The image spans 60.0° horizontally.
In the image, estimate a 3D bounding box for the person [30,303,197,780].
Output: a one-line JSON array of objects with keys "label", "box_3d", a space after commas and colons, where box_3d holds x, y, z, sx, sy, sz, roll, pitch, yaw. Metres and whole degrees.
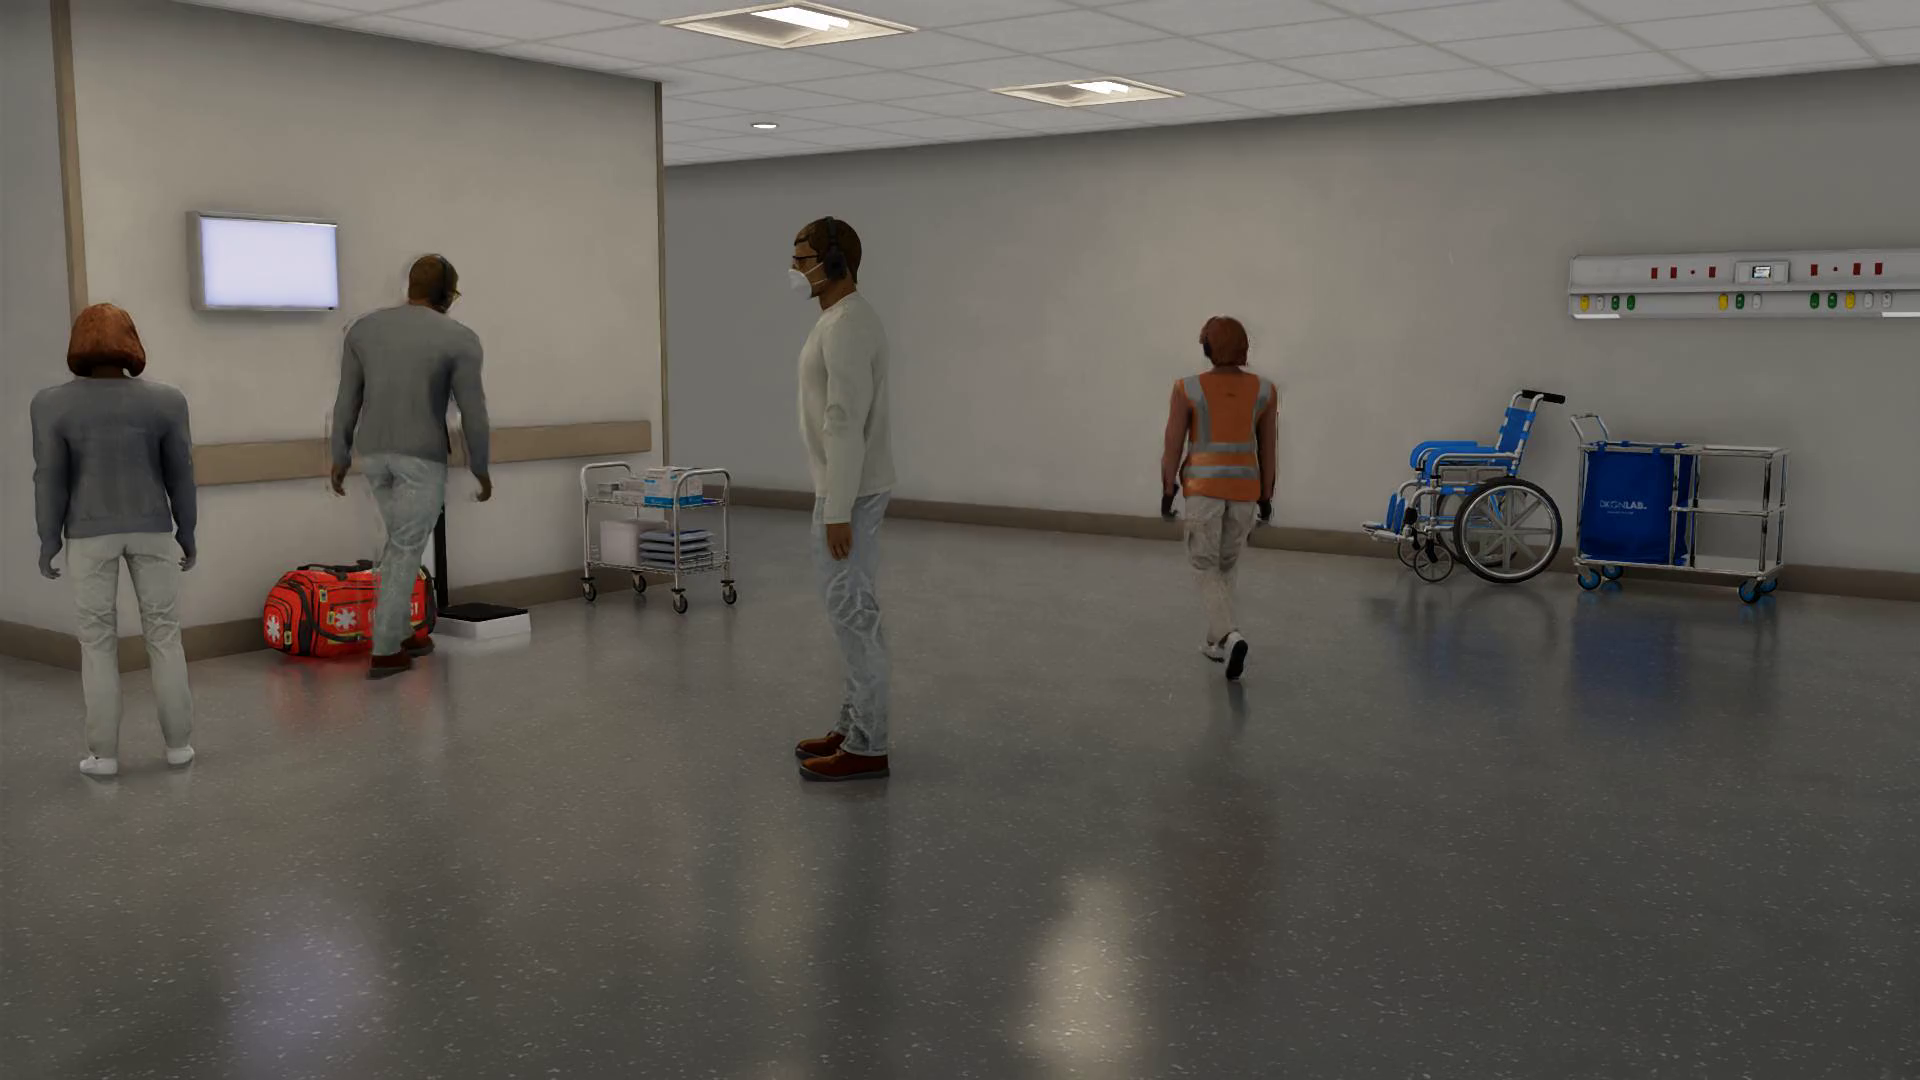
[{"label": "person", "box_3d": [-2.906, 0.003, 5.745, 0.506, 1.632, 0.283, -5, 9, -35]}]

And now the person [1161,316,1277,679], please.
[{"label": "person", "box_3d": [1.181, -0.199, 7.471, 0.522, 1.610, 0.762, -1, 7, -11]}]

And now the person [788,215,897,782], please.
[{"label": "person", "box_3d": [-0.402, -0.139, 5.737, 0.367, 1.932, 0.622, 0, 7, -3]}]

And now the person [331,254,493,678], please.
[{"label": "person", "box_3d": [-2.477, -0.344, 7.542, 0.653, 1.882, 0.721, 1, 7, 11]}]
